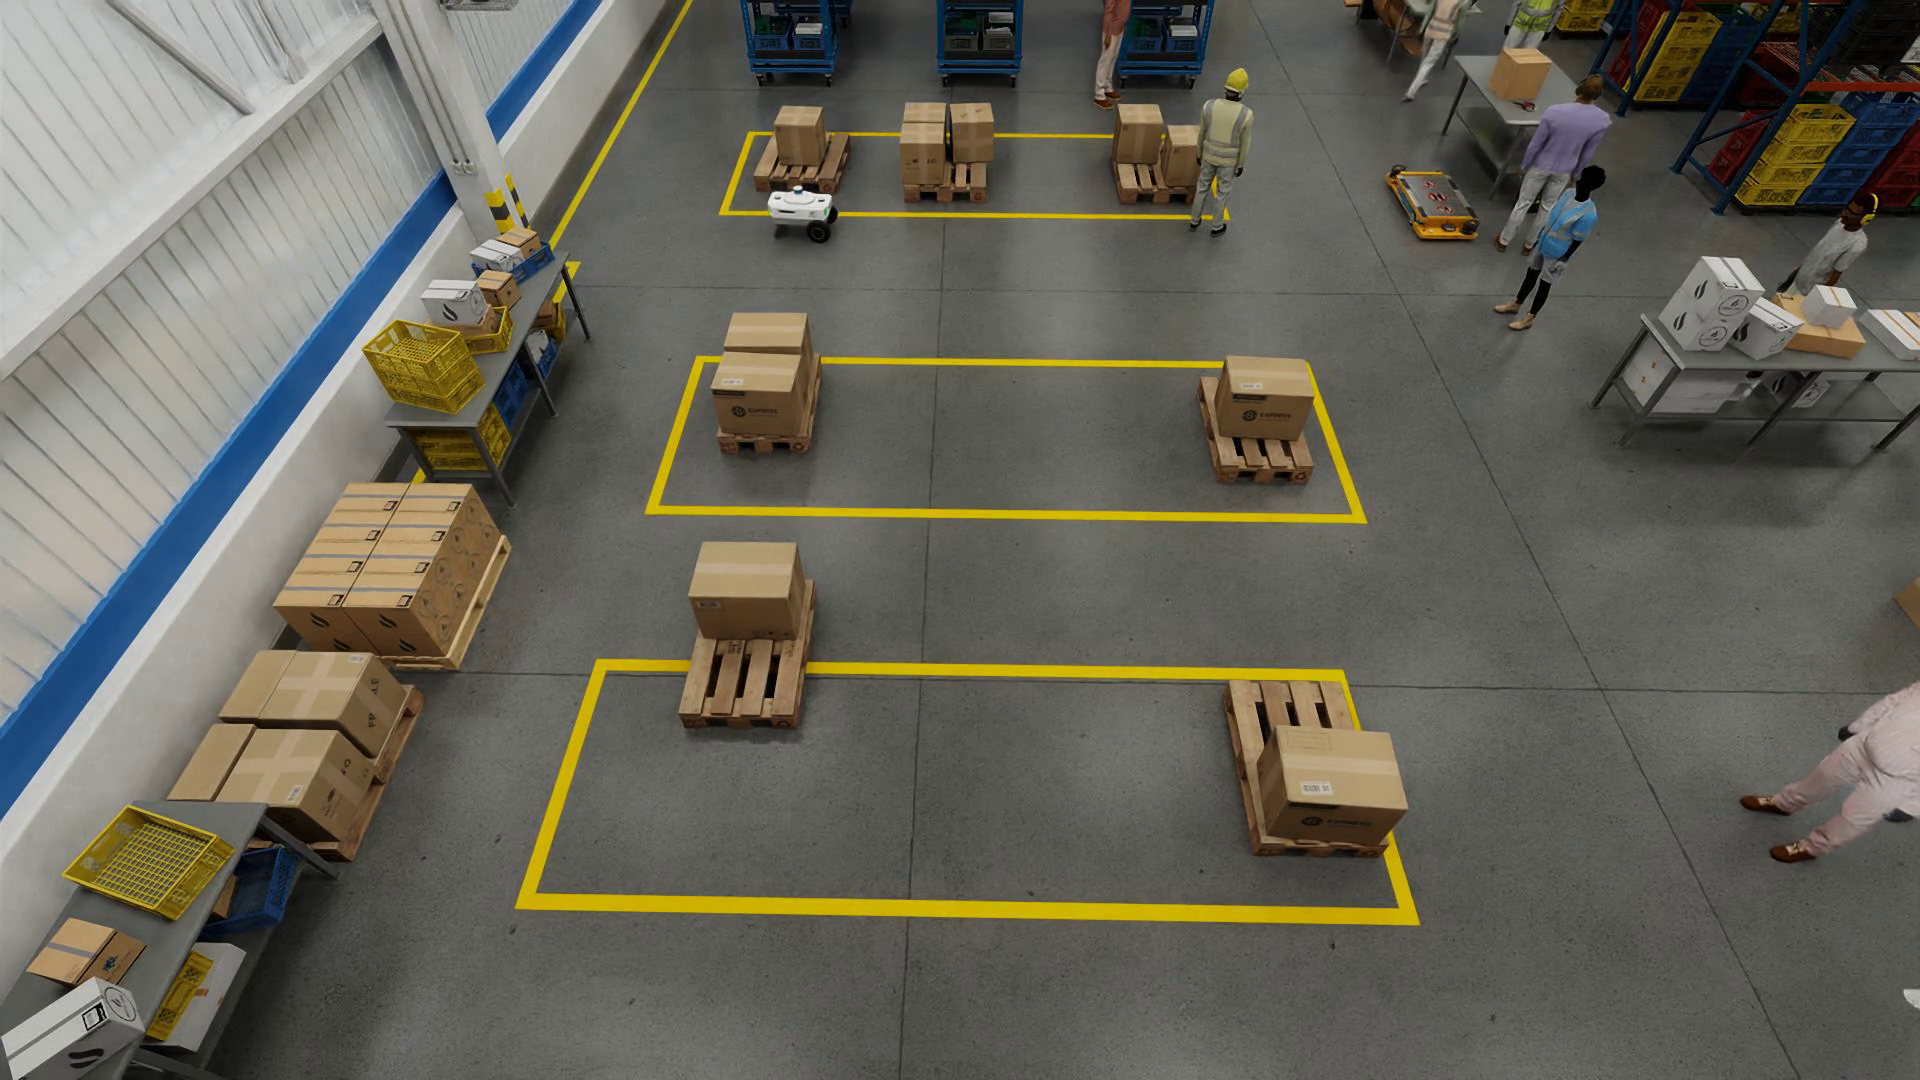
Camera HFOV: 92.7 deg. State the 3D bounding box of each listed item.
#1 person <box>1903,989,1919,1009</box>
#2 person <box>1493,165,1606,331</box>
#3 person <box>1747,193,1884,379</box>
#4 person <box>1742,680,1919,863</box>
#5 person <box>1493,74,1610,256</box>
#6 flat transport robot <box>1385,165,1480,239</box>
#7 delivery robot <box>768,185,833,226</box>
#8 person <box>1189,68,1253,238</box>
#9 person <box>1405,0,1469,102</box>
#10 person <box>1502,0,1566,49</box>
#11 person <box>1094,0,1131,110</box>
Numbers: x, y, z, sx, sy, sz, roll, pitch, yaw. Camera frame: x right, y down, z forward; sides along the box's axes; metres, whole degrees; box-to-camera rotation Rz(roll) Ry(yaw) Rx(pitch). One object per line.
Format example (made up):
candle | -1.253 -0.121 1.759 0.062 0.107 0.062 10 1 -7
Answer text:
person | 6.027 2.170 4.586 0.970 1.879 0.613 18 51 15
person | 5.864 -2.880 9.068 0.317 1.699 0.539 -4 49 -3
person | 7.816 -2.330 8.494 0.317 1.859 0.518 12 50 10
person | 5.380 1.299 5.325 0.400 1.899 0.652 4 49 3
person | 6.374 -4.011 9.892 0.628 1.940 0.378 17 51 15
flat transport robot | 5.692 -4.094 11.059 0.652 0.197 1.431 1 49 1
delivery robot | -1.845 -3.853 10.604 0.707 0.478 0.477 5 49 4
person | 2.906 -4.275 10.190 0.590 1.833 0.404 26 54 21
person | 6.592 -6.972 12.672 0.822 1.600 0.509 -29 55 -23
person | 7.867 -7.105 12.643 0.629 1.837 0.430 20 52 16
person | 2.109 -6.917 12.370 0.390 1.995 0.613 24 53 20
